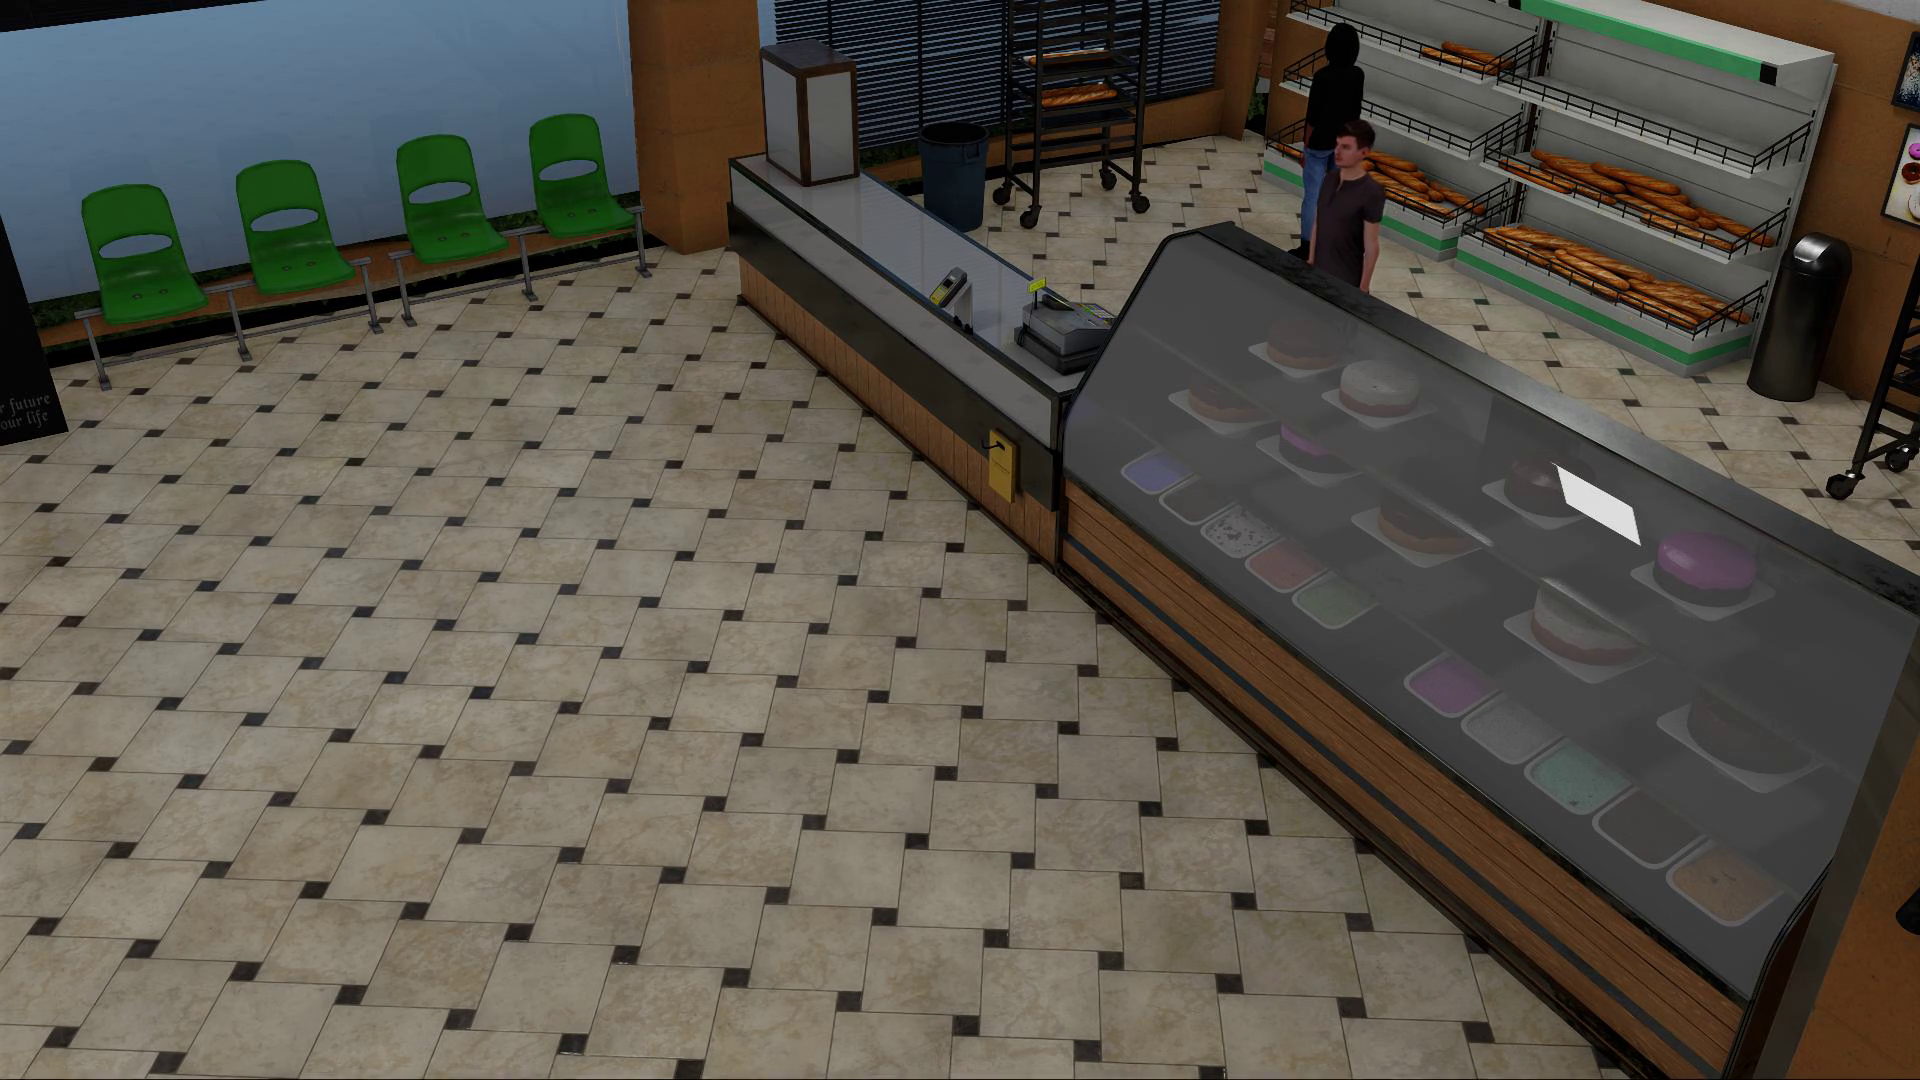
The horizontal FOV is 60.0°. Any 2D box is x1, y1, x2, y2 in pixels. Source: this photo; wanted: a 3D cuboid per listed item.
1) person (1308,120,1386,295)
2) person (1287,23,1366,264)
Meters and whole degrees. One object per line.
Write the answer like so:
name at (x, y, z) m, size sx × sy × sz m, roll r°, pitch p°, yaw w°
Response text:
person at (2.133, -1.450, 9.323) m, size 0.540 × 1.852 × 0.644 m, roll -16°, pitch 35°, yaw -24°
person at (2.554, -2.716, 11.499) m, size 0.545 × 1.702 × 0.671 m, roll -9°, pitch 33°, yaw -14°
